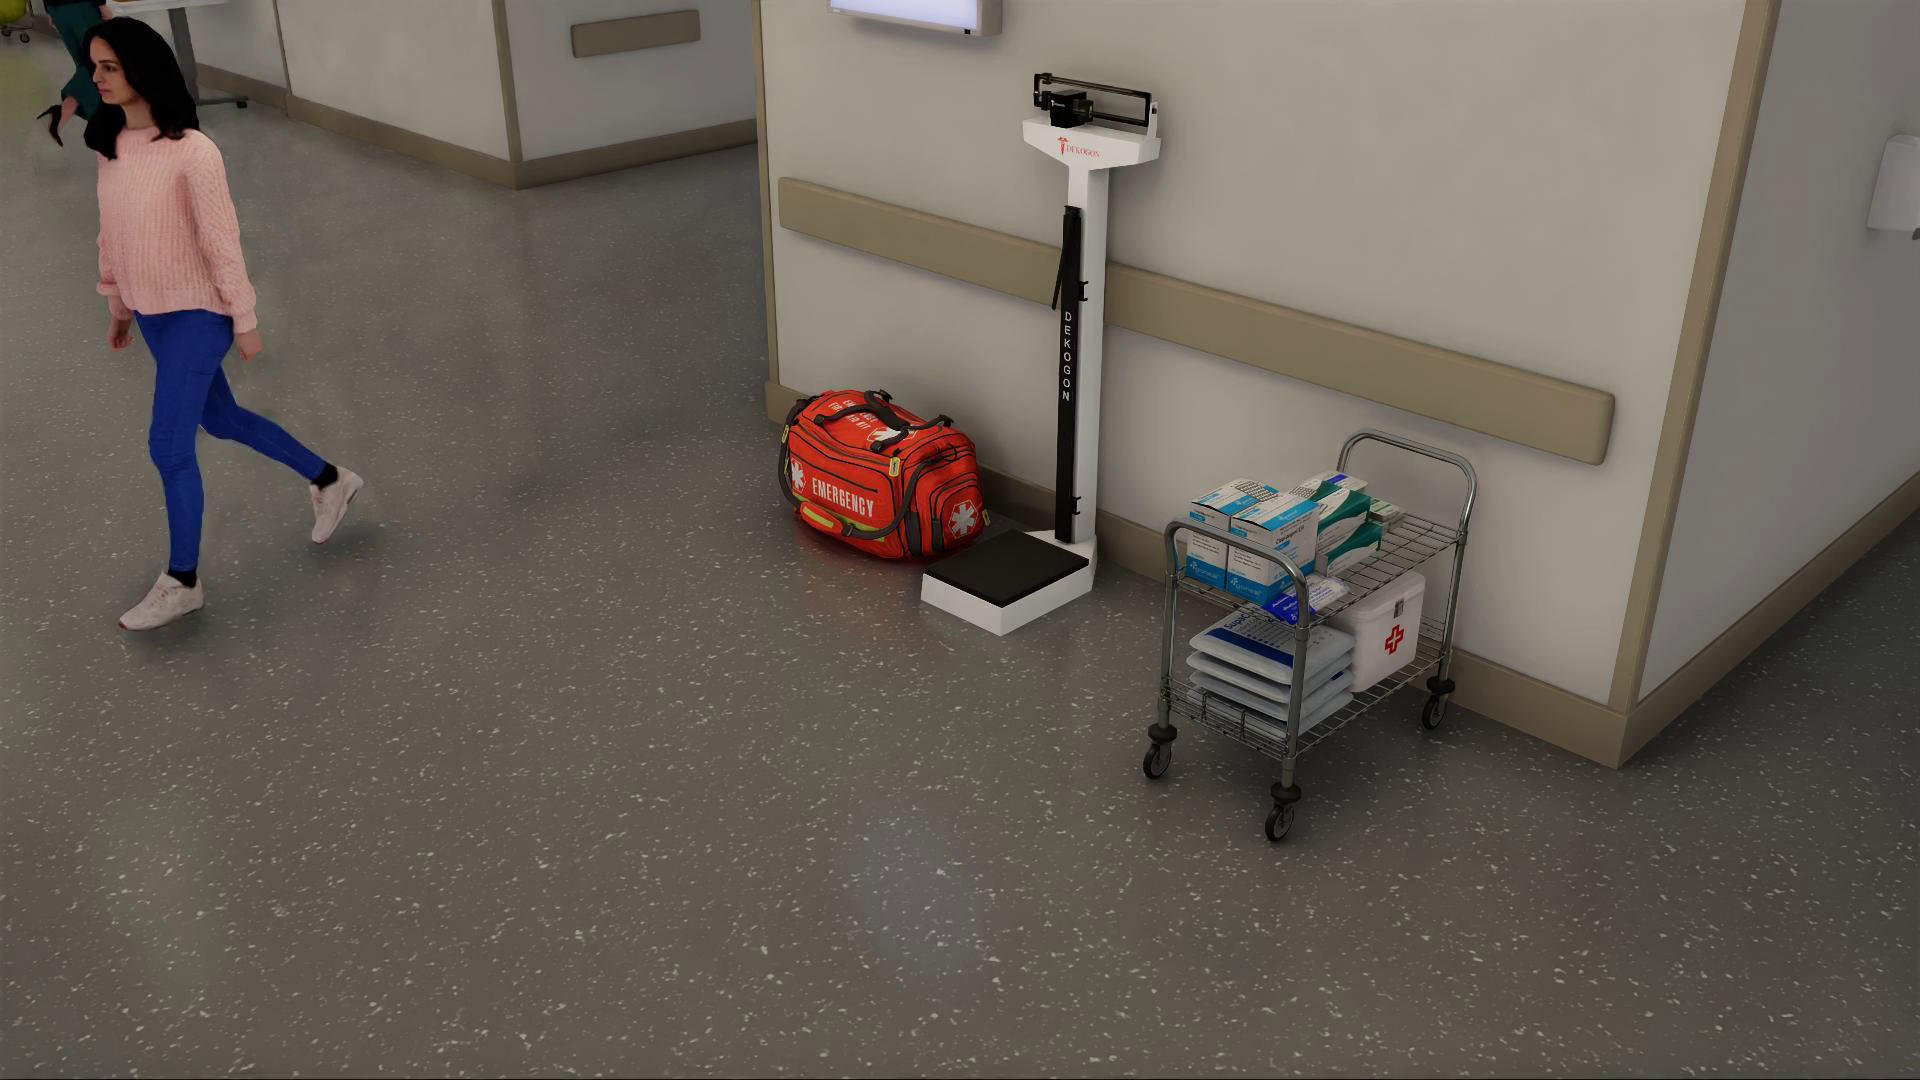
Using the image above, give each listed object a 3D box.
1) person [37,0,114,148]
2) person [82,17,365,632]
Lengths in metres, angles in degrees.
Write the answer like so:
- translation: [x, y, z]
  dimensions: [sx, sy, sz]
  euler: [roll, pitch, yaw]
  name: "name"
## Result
- translation: [-5.548, -3.245, 10.369]
  dimensions: [0.993, 1.718, 0.881]
  euler: [10, 28, 21]
  name: "person"
- translation: [-2.233, -0.657, 4.983]
  dimensions: [1.145, 1.735, 0.844]
  euler: [17, 30, 31]
  name: "person"
